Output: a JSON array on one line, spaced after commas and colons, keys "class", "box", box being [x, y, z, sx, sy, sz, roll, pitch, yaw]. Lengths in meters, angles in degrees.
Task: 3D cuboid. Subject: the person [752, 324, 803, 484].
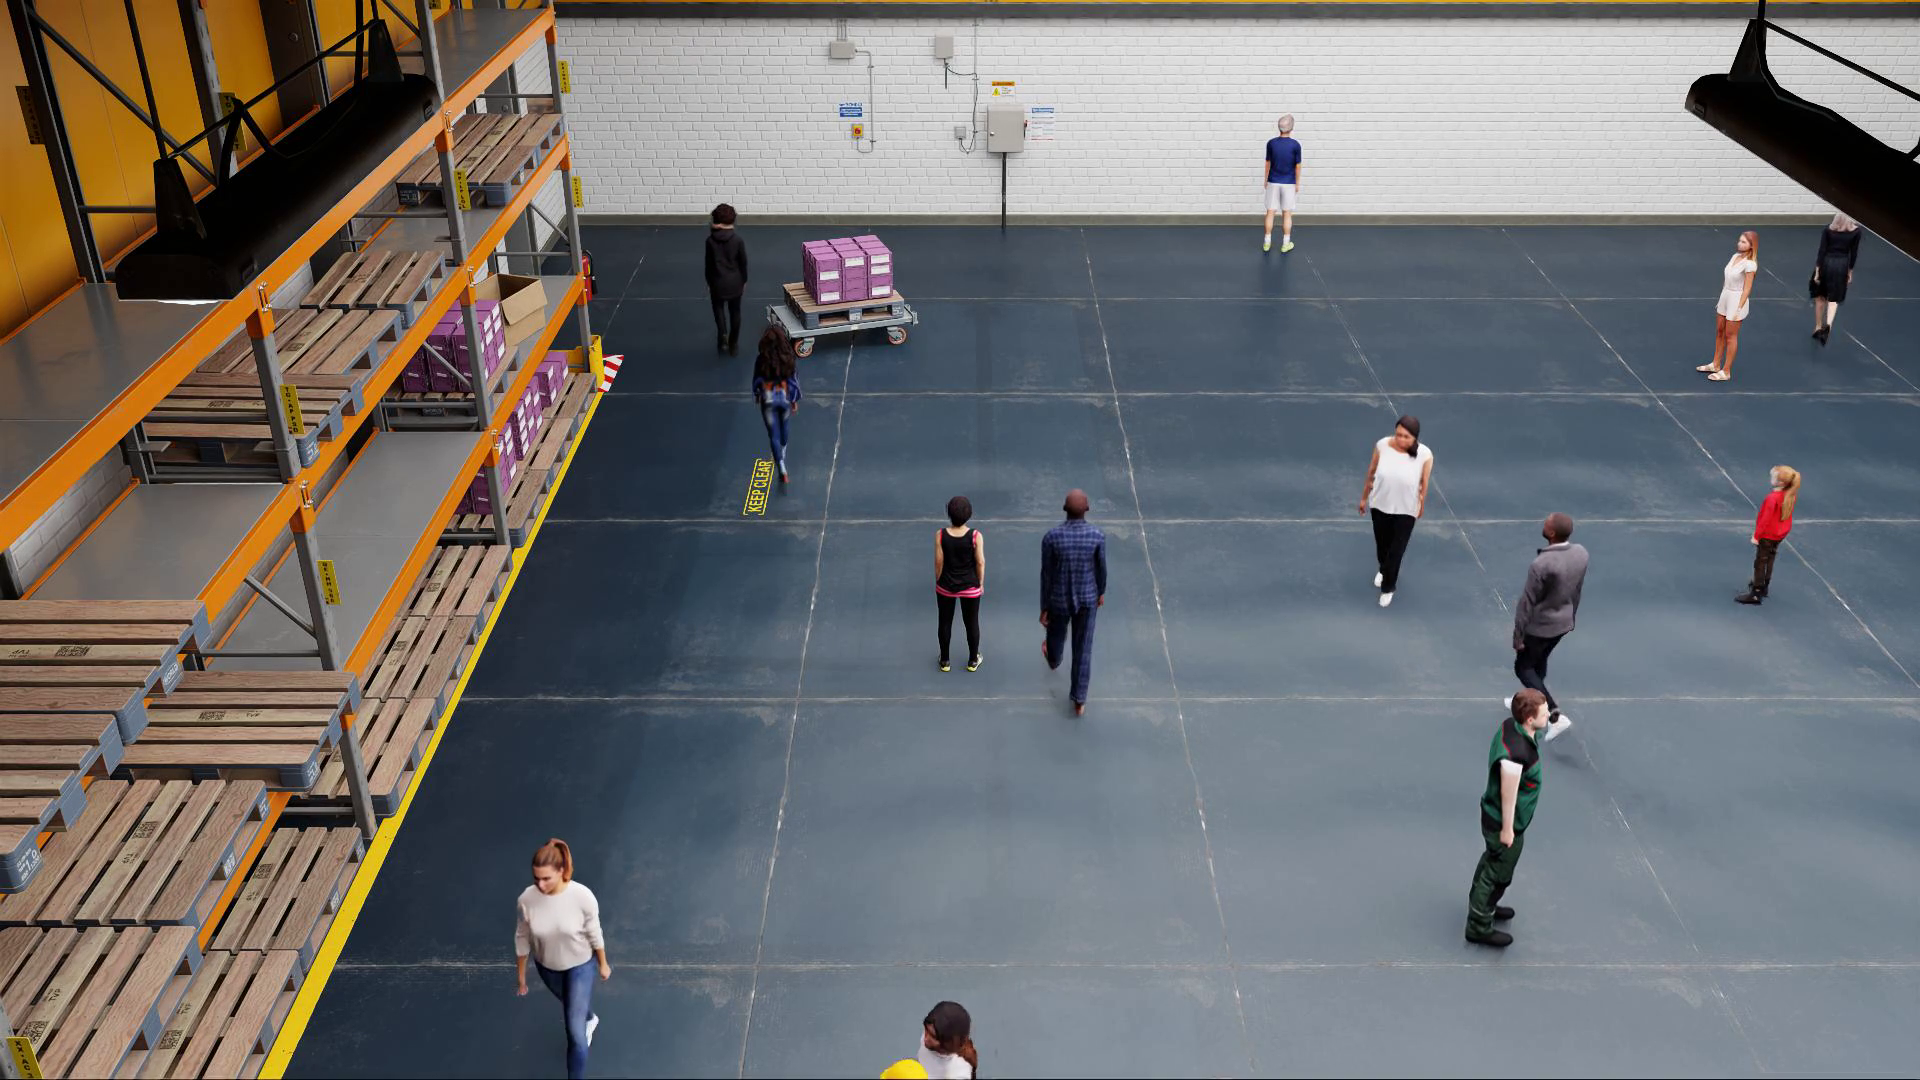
[{"class": "person", "box": [-1.782, -1.300, 16.165, 0.797, 1.587, 1.091, -8, 30, -15]}]

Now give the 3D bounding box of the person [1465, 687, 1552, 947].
[{"class": "person", "box": [3.415, 1.706, 10.388, 0.762, 1.840, 0.613, 9, 30, 15]}]

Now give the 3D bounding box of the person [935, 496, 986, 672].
[{"class": "person", "box": [-0.013, 0.341, 13.196, 0.549, 1.548, 0.513, 2, 29, 3]}]

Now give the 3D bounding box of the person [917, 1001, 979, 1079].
[{"class": "person", "box": [-0.047, 2.938, 8.277, 0.890, 1.699, 0.981, -10, 30, -17]}]

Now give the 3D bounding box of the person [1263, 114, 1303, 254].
[{"class": "person", "box": [4.309, -4.785, 22.290, 0.704, 1.838, 0.668, 10, 30, 17]}]

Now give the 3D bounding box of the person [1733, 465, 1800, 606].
[{"class": "person", "box": [6.946, -0.075, 14.242, 0.631, 1.276, 0.670, -15, 32, -26]}]

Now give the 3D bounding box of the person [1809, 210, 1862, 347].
[{"class": "person", "box": [10.061, -3.026, 19.187, 0.794, 1.722, 1.082, 9, 30, 17]}]

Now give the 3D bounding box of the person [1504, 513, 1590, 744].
[{"class": "person", "box": [4.408, 0.675, 12.321, 0.970, 1.800, 1.106, -13, 31, -22]}]

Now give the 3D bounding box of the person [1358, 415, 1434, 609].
[{"class": "person", "box": [3.761, -0.328, 14.303, 0.940, 1.663, 1.043, 19, 34, 30]}]

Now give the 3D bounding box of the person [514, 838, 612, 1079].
[{"class": "person", "box": [-2.198, 2.361, 9.367, 0.722, 1.669, 1.166, 3, 29, 6]}]

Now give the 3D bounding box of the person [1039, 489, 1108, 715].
[{"class": "person", "box": [0.877, 0.503, 12.665, 0.761, 1.773, 1.127, -3, 29, -5]}]

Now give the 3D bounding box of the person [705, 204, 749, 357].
[{"class": "person", "box": [-2.656, -2.919, 18.947, 0.670, 1.763, 0.634, -4, 29, -7]}]

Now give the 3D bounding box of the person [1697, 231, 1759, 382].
[{"class": "person", "box": [8.590, -2.615, 18.463, 0.643, 1.694, 0.514, -3, 29, -5]}]
